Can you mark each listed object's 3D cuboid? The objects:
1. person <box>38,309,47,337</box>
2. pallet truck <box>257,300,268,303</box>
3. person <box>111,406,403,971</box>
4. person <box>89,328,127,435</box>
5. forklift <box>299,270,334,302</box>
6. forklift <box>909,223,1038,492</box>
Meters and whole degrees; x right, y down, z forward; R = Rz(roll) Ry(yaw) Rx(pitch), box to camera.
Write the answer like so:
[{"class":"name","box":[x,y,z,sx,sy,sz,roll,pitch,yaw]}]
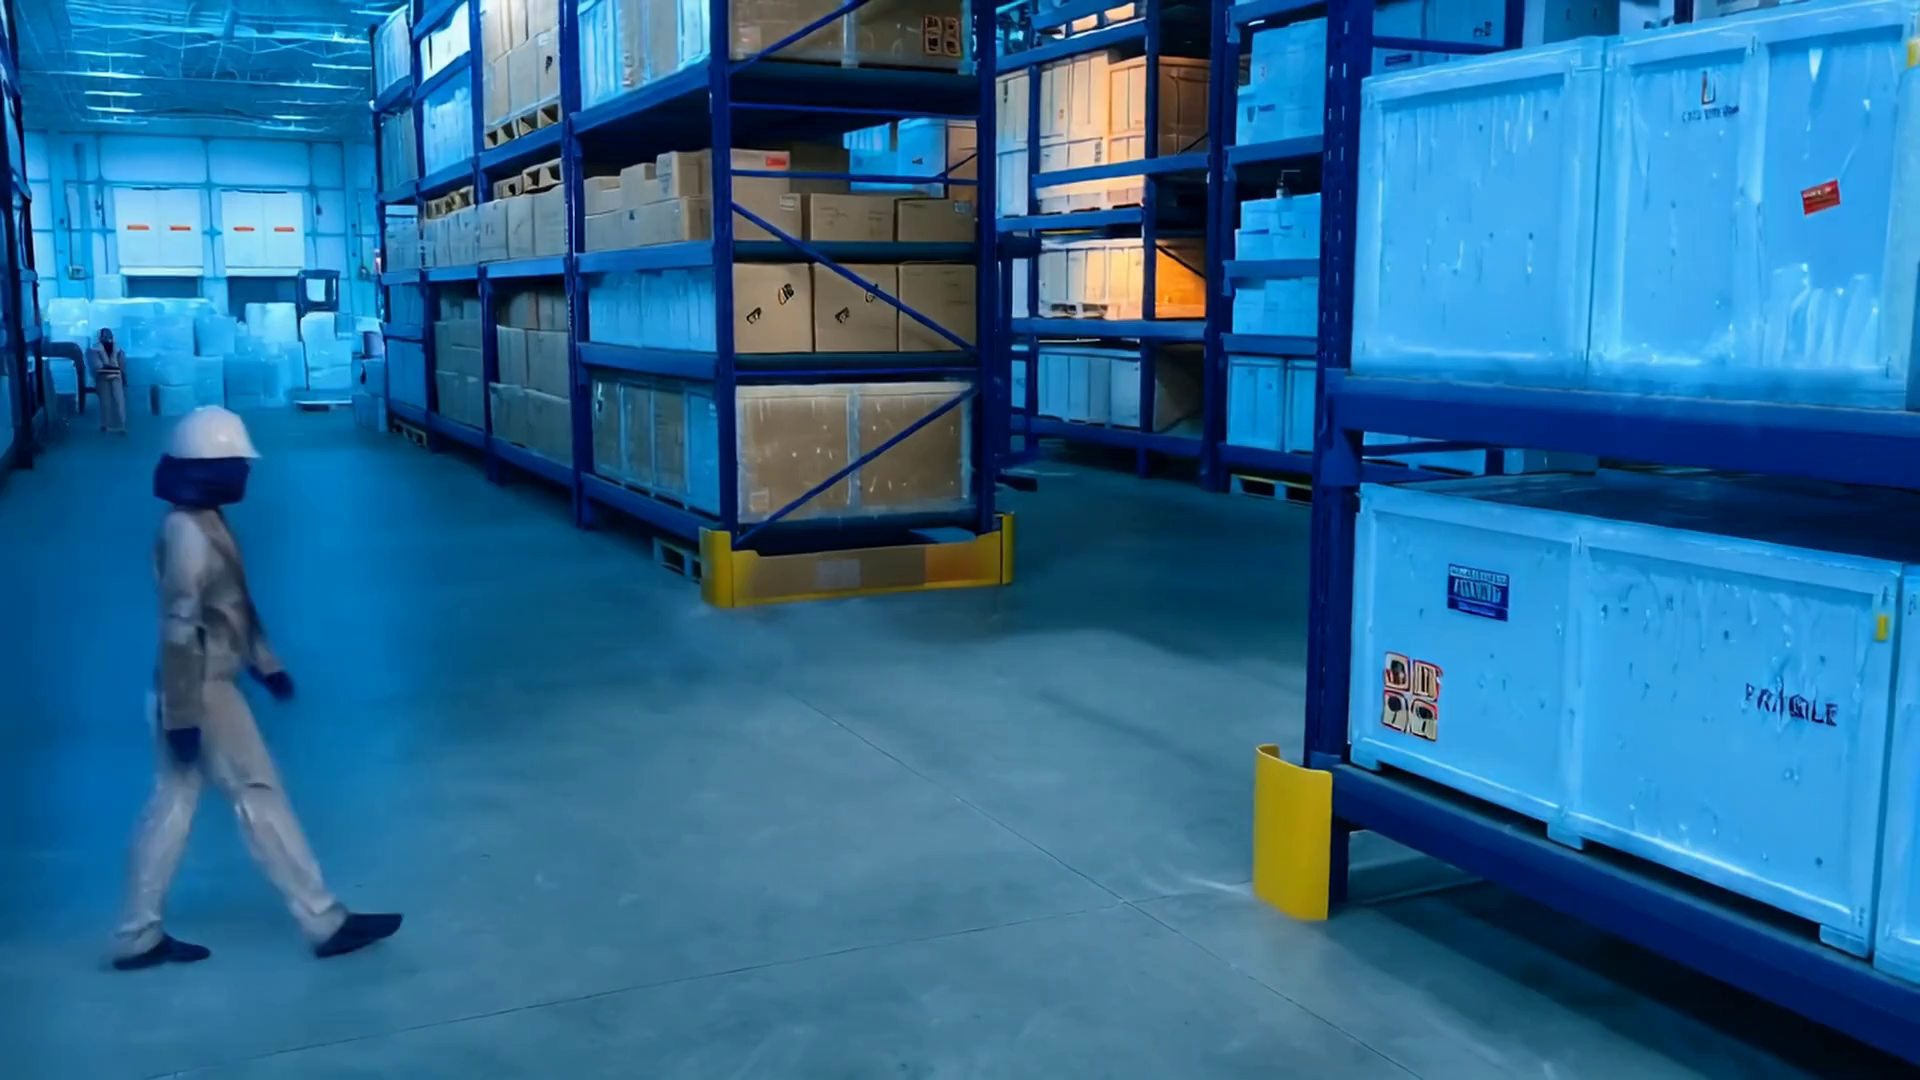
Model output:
[{"class":"person","box":[-32.023,-7.217,57.972,0.367,1.687,0.543,-2,8,-12]},{"class":"pallet truck","box":[-23.913,-7.404,58.171,1.885,1.965,0.823,-1,8,-9]},{"class":"person","box":[-2.160,0.455,4.993,0.874,1.701,0.500,-3,9,-22]},{"class":"person","box":[-12.742,-2.379,24.881,0.504,1.603,0.836,-6,10,-34]},{"class":"forklift","box":[-18.345,-6.292,47.477,1.129,2.768,1.873,-5,10,-32]},{"class":"forklift","box":[-0.111,-1.948,17.523,1.129,2.768,1.873,-4,9,-26]}]
